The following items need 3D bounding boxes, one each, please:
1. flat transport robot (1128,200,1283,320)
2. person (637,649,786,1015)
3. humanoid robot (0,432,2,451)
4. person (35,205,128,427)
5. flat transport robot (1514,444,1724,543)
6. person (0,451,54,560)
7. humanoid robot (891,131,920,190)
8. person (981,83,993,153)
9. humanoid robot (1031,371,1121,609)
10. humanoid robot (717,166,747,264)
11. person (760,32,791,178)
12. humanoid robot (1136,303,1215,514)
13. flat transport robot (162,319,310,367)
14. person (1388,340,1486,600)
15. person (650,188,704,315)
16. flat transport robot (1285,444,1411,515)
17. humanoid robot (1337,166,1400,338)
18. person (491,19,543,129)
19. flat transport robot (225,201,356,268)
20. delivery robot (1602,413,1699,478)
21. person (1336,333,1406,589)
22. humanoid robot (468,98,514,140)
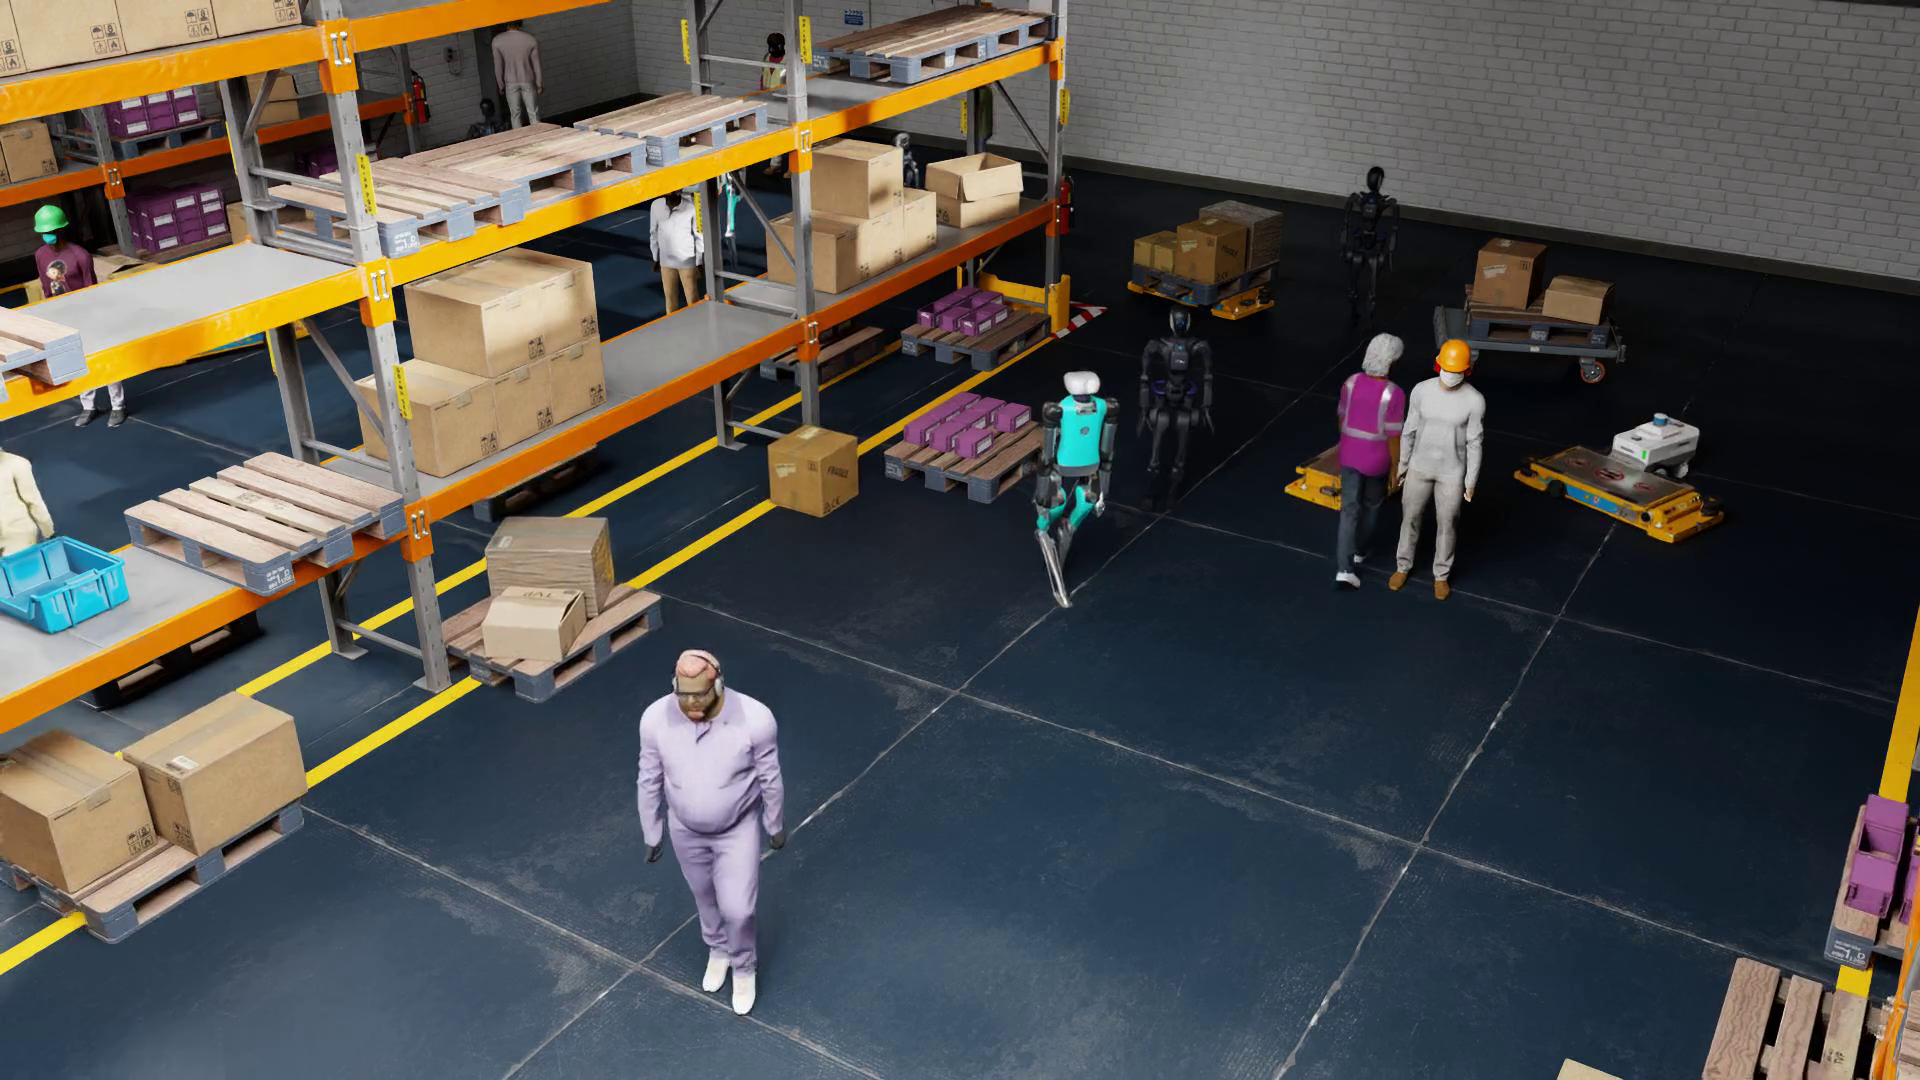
[{"bbox_3d":[2.504,-2.601,17.323,0.659,0.231,1.431,-24,35,-38],"label":"flat transport robot"},{"bbox_3d":[-1.172,1.373,7.700,0.664,1.887,0.607,3,27,7],"label":"person"},{"bbox_3d":[-7.245,-0.731,12.035,0.826,1.798,0.539,-18,32,-32],"label":"humanoid robot"},{"bbox_3d":[-7.468,-1.892,14.087,0.481,1.944,0.432,3,27,6],"label":"person"},{"bbox_3d":[5.119,-0.386,12.959,0.659,0.231,1.431,-18,32,-31],"label":"flat transport robot"},{"bbox_3d":[-6.164,-0.060,10.725,0.583,1.707,0.898,2,27,3],"label":"person"},{"bbox_3d":[-0.543,-3.553,17.674,0.697,1.633,0.584,-22,34,-37],"label":"humanoid robot"},{"bbox_3d":[0.324,-5.062,20.692,0.660,1.614,0.506,12,29,23],"label":"person"},{"bbox_3d":[0.704,-0.358,11.389,0.547,1.874,0.821,-7,28,-14],"label":"humanoid robot"},{"bbox_3d":[-2.605,-3.758,18.074,0.560,1.867,0.762,3,27,6],"label":"humanoid robot"},{"bbox_3d":[-2.334,-5.637,21.568,0.632,1.841,0.429,17,31,29],"label":"person"},{"bbox_3d":[1.639,-0.986,12.581,0.603,1.658,0.329,-1,27,-1],"label":"humanoid robot"},{"bbox_3d":[-7.106,-2.002,16.143,1.431,0.231,0.659,-20,33,-34],"label":"flat transport robot"},{"bbox_3d":[3.259,-0.484,11.369,0.568,1.889,0.388,12,29,23],"label":"person"},{"bbox_3d":[-2.692,-2.667,15.822,0.562,1.741,0.335,9,28,16],"label":"person"},{"bbox_3d":[3.276,-0.570,13.321,0.659,0.231,1.431,23,35,38],"label":"flat transport robot"},{"bbox_3d":[3.999,-2.838,16.259,0.590,1.654,0.519,12,29,22],"label":"humanoid robot"},{"bbox_3d":[-5.960,-6.178,22.530,0.628,1.938,0.371,-5,27,-10],"label":"person"},{"bbox_3d":[-6.987,-2.721,17.559,0.659,0.231,1.431,17,31,29],"label":"flat transport robot"},{"bbox_3d":[5.521,-0.703,13.286,0.784,0.612,0.499,-15,31,-28],"label":"delivery robot"},{"bbox_3d":[2.828,-0.554,11.603,0.549,1.810,0.815,14,30,26],"label":"person"},{"bbox_3d":[-5.243,-4.178,18.877,0.587,1.638,0.510,-6,28,-12],"label":"humanoid robot"}]
